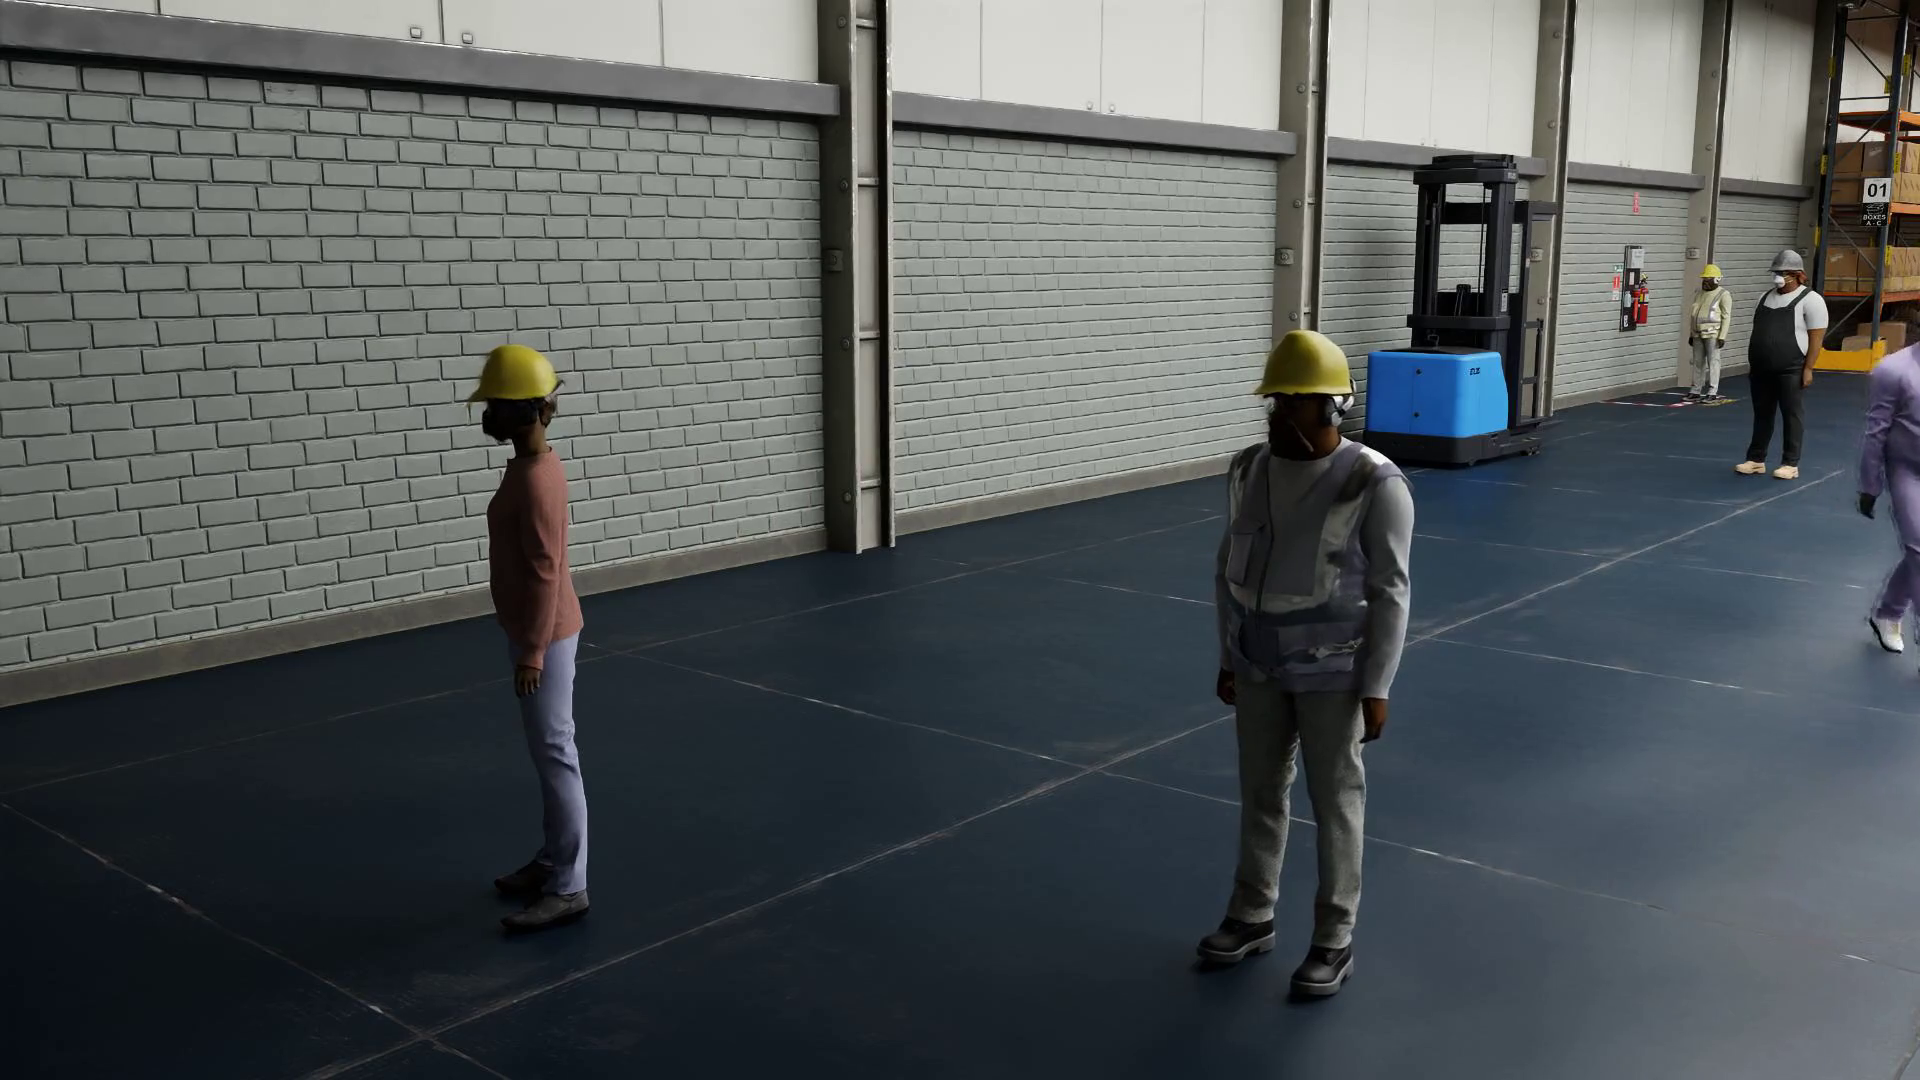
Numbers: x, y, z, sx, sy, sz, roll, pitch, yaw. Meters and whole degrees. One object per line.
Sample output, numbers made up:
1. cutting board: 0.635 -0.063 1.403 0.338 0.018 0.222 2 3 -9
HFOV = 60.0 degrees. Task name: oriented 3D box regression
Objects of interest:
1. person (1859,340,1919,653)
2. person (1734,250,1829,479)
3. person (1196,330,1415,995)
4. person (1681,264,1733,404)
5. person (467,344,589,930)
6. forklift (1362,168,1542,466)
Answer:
1. person: 4.791 -0.296 8.188 0.648 1.861 0.992 0 10 1
2. person: 7.371 -1.564 14.984 0.536 2.000 0.681 -5 11 -25
3. person: 0.945 0.337 4.628 0.404 1.834 0.591 -9 14 -43
4. person: 9.975 -2.752 22.215 0.404 1.835 0.587 -4 11 -22
5. person: -1.312 0.289 5.092 0.307 1.770 0.525 -3 10 -17
6. forklift: 4.875 -2.212 16.287 1.129 2.768 1.873 8 13 40
